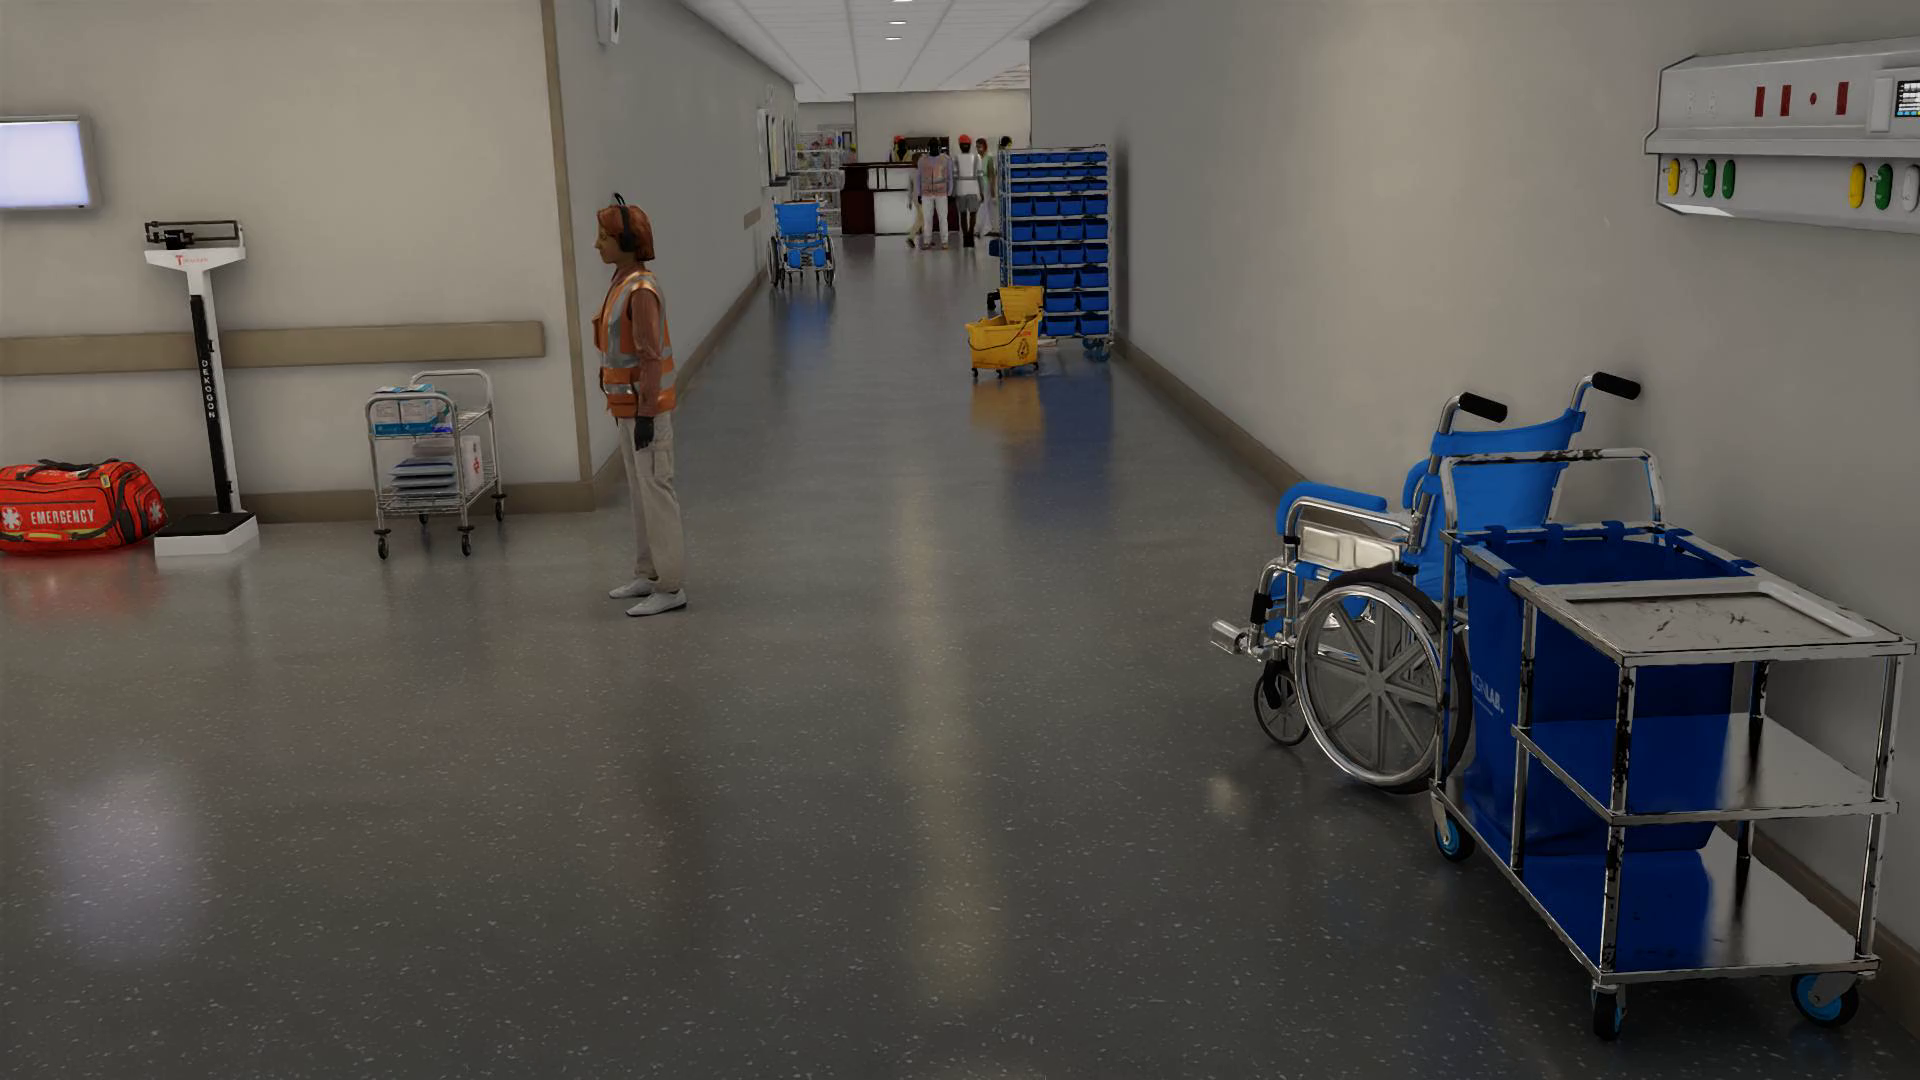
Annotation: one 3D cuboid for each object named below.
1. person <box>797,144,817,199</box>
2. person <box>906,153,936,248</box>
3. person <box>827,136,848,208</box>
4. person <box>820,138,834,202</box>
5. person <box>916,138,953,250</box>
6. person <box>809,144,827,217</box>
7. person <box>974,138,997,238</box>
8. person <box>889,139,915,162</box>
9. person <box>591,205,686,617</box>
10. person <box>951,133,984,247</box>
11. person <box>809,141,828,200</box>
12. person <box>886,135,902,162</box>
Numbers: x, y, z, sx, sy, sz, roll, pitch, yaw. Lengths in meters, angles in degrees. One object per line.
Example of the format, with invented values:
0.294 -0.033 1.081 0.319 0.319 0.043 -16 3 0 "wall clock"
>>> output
-3.846 -8.751 40.552 0.924 1.789 0.599 12 19 43 "person"
-0.696 -5.806 28.453 0.498 1.597 0.819 12 19 44 "person"
-3.181 -9.604 43.618 0.605 1.951 0.384 6 15 28 "person"
-3.964 -11.110 49.992 0.648 1.916 0.562 5 15 26 "person"
-0.420 -5.778 27.793 0.627 1.847 0.429 0 14 9 "person"
-3.525 -8.835 40.908 0.324 1.752 0.562 -7 15 -22 "person"
0.382 -6.519 30.833 0.791 1.797 0.782 -8 15 -24 "person"
-1.311 -8.252 38.103 0.619 1.835 0.430 0 14 8 "person"
-1.293 -0.519 6.705 0.309 1.641 0.514 -7 15 -22 "person"
0.120 -5.871 27.979 0.560 1.908 0.769 -1 14 1 "person"
-3.955 -10.179 46.325 0.547 1.835 0.869 -6 14 -19 "person"
-1.551 -8.981 40.914 0.550 1.926 0.399 -9 15 -27 "person"
